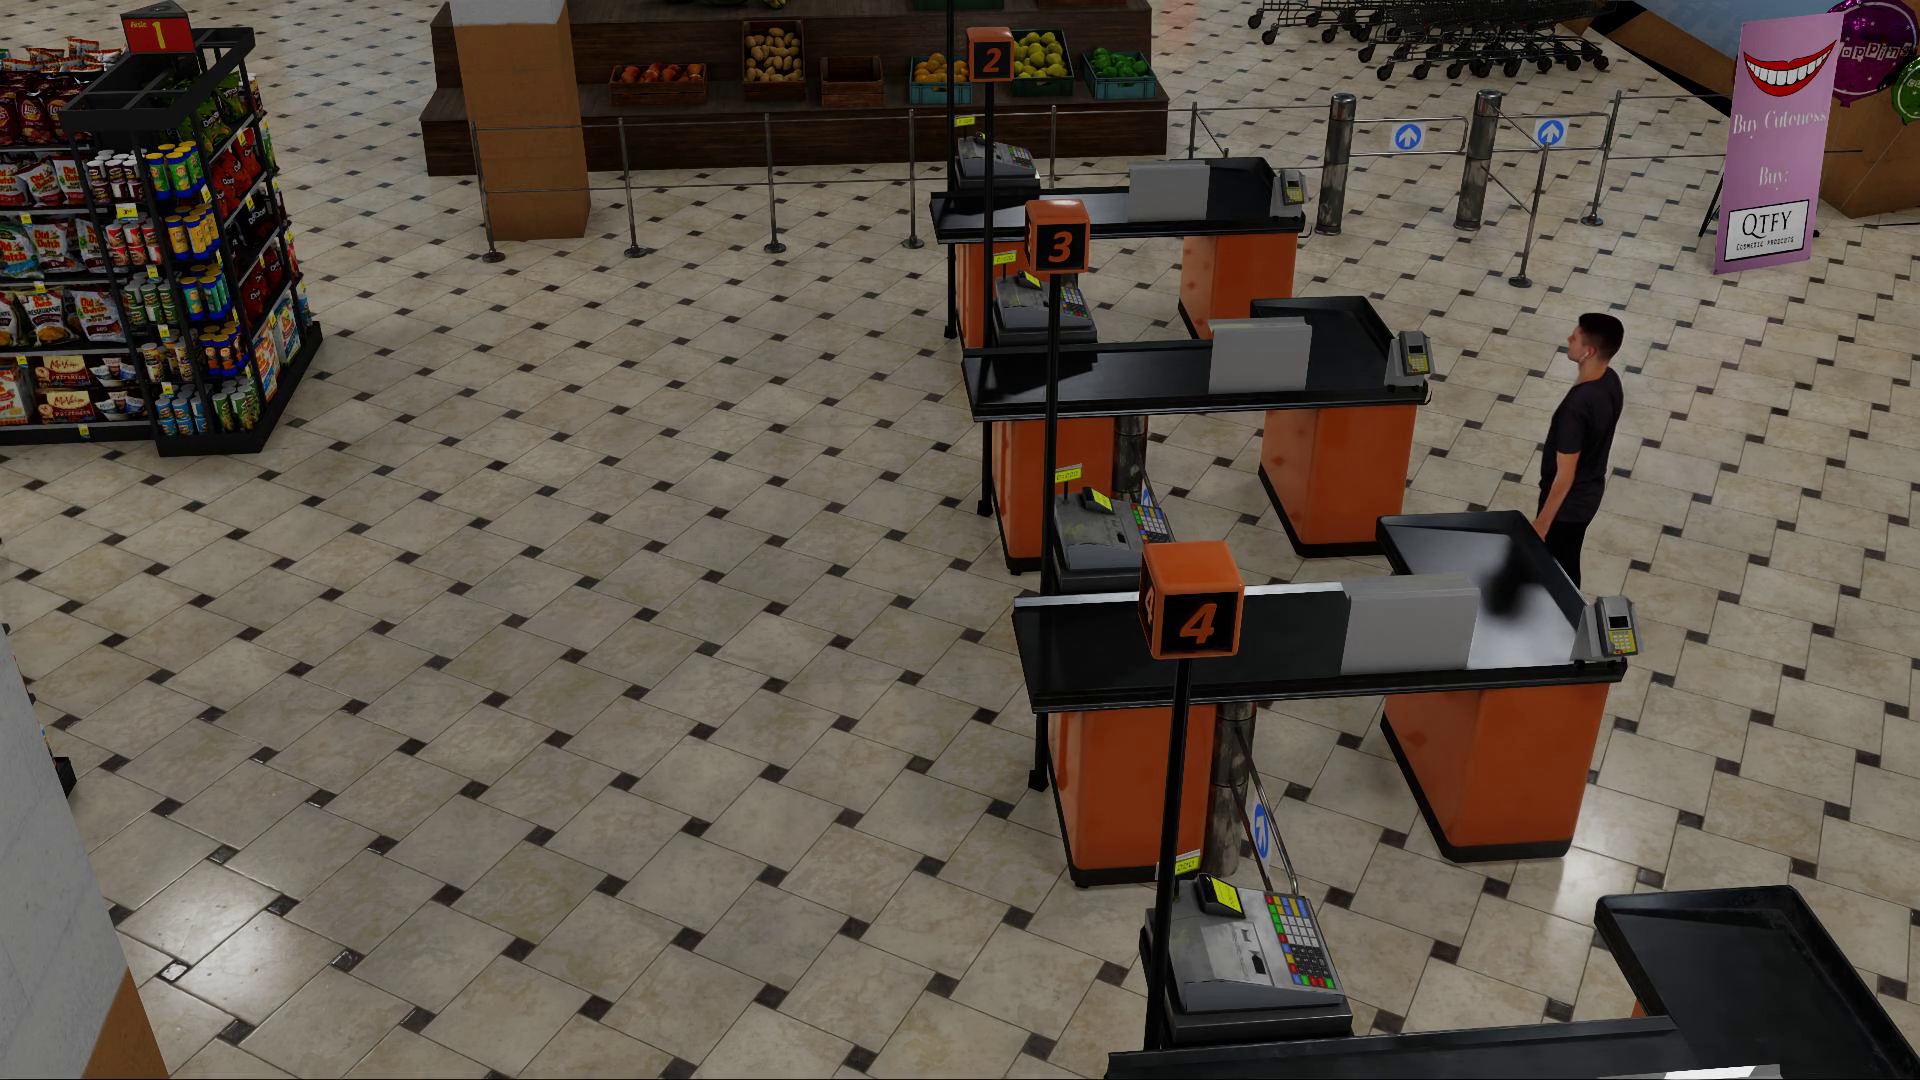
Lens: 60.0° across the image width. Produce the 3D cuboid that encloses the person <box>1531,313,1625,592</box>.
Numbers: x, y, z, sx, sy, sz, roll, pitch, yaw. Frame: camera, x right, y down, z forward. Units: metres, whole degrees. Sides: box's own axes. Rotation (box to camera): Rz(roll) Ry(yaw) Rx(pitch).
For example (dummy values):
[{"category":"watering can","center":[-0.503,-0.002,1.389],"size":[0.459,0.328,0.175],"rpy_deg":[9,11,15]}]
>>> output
[{"category":"person","center":[2.644,-0.165,7.257],"size":[0.738,1.763,0.717],"rpy_deg":[18,36,26]}]
